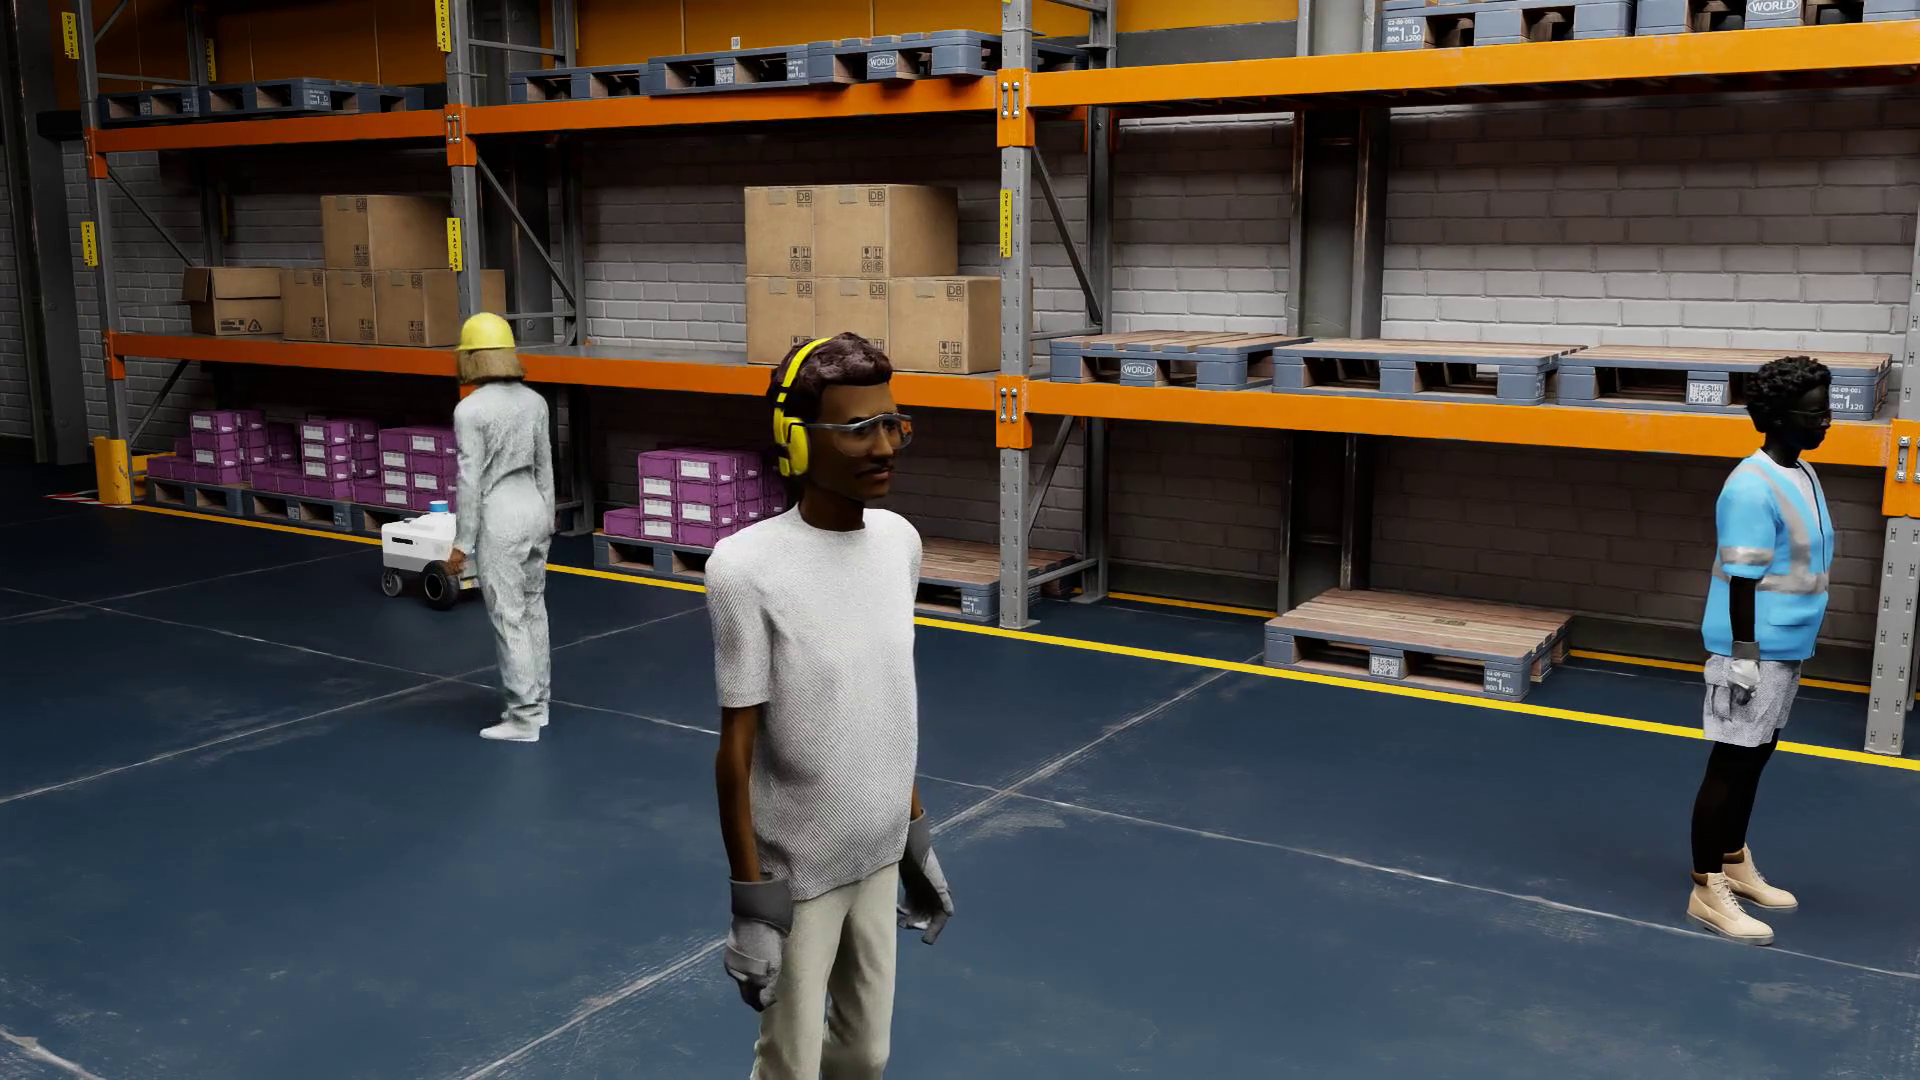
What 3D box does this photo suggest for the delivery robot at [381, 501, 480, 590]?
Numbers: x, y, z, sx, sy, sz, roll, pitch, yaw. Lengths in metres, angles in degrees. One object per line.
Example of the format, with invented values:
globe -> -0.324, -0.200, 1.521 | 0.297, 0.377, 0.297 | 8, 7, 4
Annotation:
delivery robot -> -2.925, 0.021, 9.370 | 0.707, 0.478, 0.477 | 7, 12, 33

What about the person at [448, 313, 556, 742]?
person -> -1.848, -0.050, 6.746 | 0.345, 1.740, 0.494 | 5, 11, 24

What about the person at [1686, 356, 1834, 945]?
person -> 2.350, 0.311, 4.861 | 0.316, 1.696, 0.541 | 9, 13, 39

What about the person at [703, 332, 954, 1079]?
person -> -0.205, 0.579, 2.896 | 0.328, 1.873, 0.518 | 8, 13, 36
